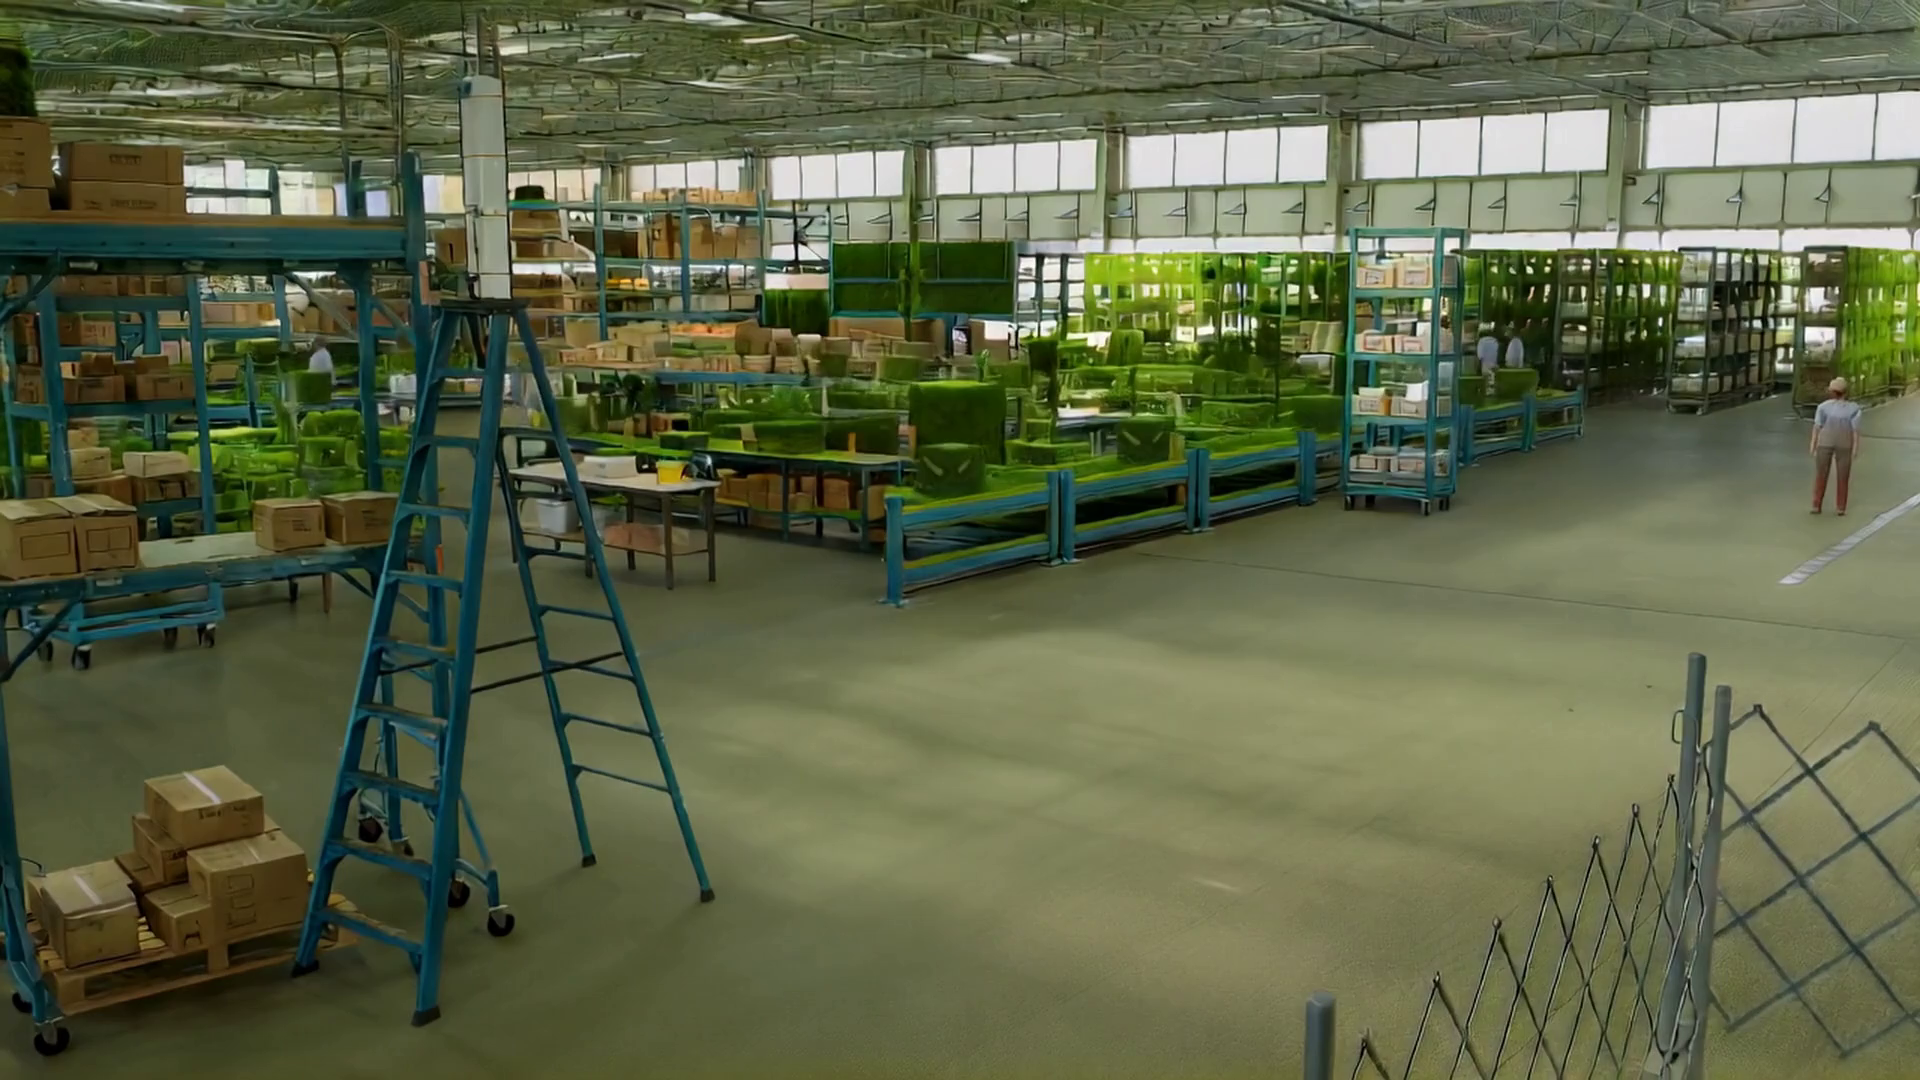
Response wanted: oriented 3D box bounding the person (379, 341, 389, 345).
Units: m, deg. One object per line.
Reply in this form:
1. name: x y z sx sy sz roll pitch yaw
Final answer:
1. person: -16.316 -5.458 47.183 0.714 1.883 0.679 -7 12 -39

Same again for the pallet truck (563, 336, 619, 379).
1. pallet truck: -10.690 -5.294 48.215 1.601 1.201 0.680 -5 10 -26

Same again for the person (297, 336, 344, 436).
1. person: -12.038 -2.883 31.176 0.995 1.861 0.639 -7 12 -39

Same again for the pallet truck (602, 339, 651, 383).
1. pallet truck: -8.991 -4.871 45.351 0.653 1.274 1.630 7 11 37

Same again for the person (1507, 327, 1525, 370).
1. person: 12.428 -3.869 37.458 0.575 1.826 0.560 6 11 35

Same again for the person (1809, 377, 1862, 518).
1. person: 10.925 -1.159 20.757 0.523 1.760 0.325 7 11 36

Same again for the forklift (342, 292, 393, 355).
1. forklift: -16.485 -5.622 45.120 1.129 2.768 1.873 7 11 37

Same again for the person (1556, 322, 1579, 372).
1. person: 16.596 -5.169 45.175 0.629 1.948 0.930 -4 10 -21

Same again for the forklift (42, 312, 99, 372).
1. forklift: -23.779 -5.451 44.052 1.873 2.768 1.129 7 11 36

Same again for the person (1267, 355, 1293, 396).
1. person: 8.004 -4.363 40.644 0.858 1.805 0.600 3 10 19

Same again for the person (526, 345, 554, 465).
1. person: -6.625 -2.121 26.281 0.415 1.908 0.567 -5 10 -26

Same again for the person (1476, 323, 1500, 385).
1. person: 11.153 -3.585 35.208 0.643 1.971 1.121 -4 10 -22
